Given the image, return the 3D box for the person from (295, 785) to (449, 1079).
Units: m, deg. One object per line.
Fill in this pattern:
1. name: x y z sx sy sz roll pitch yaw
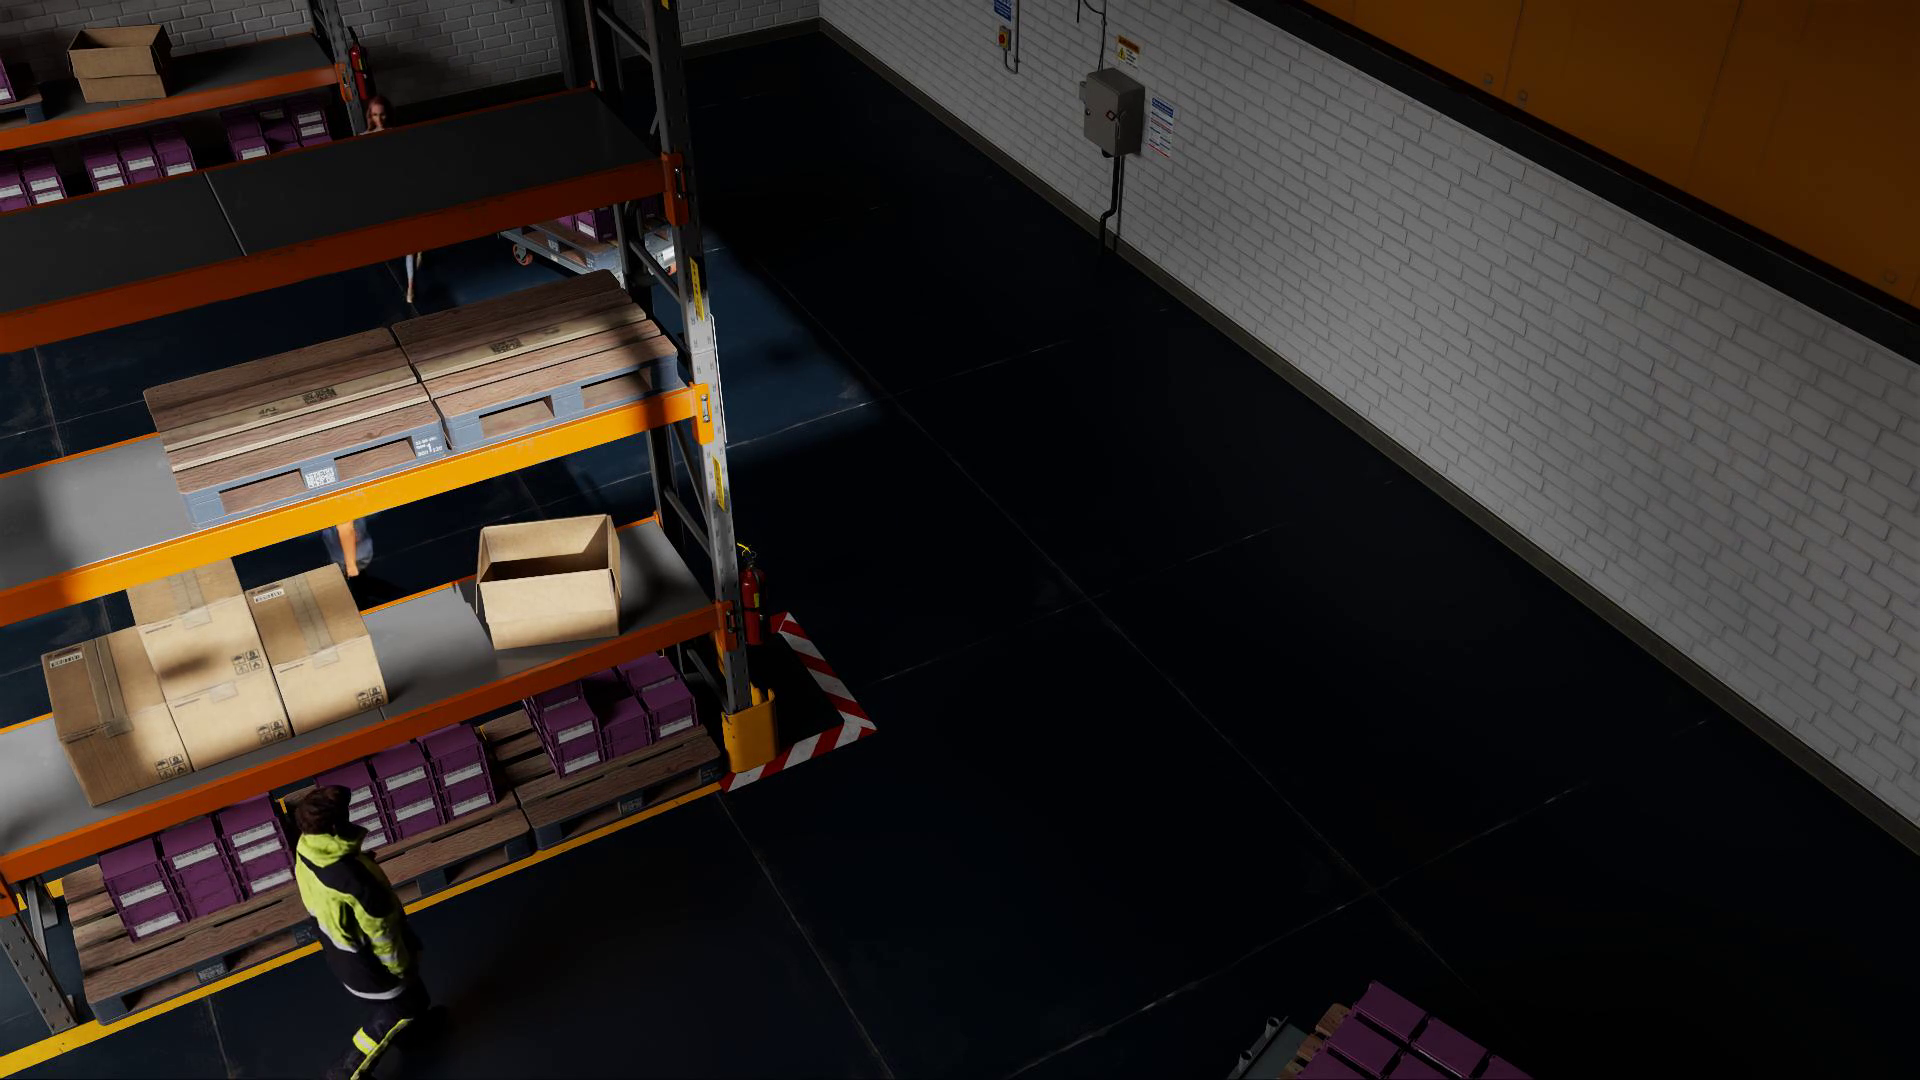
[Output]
1. person: -2.959 1.988 8.120 0.938 1.964 1.067 29 47 32

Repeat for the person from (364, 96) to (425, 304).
1. person: -4.951 -3.069 14.624 1.207 1.749 1.040 -2 39 -2
